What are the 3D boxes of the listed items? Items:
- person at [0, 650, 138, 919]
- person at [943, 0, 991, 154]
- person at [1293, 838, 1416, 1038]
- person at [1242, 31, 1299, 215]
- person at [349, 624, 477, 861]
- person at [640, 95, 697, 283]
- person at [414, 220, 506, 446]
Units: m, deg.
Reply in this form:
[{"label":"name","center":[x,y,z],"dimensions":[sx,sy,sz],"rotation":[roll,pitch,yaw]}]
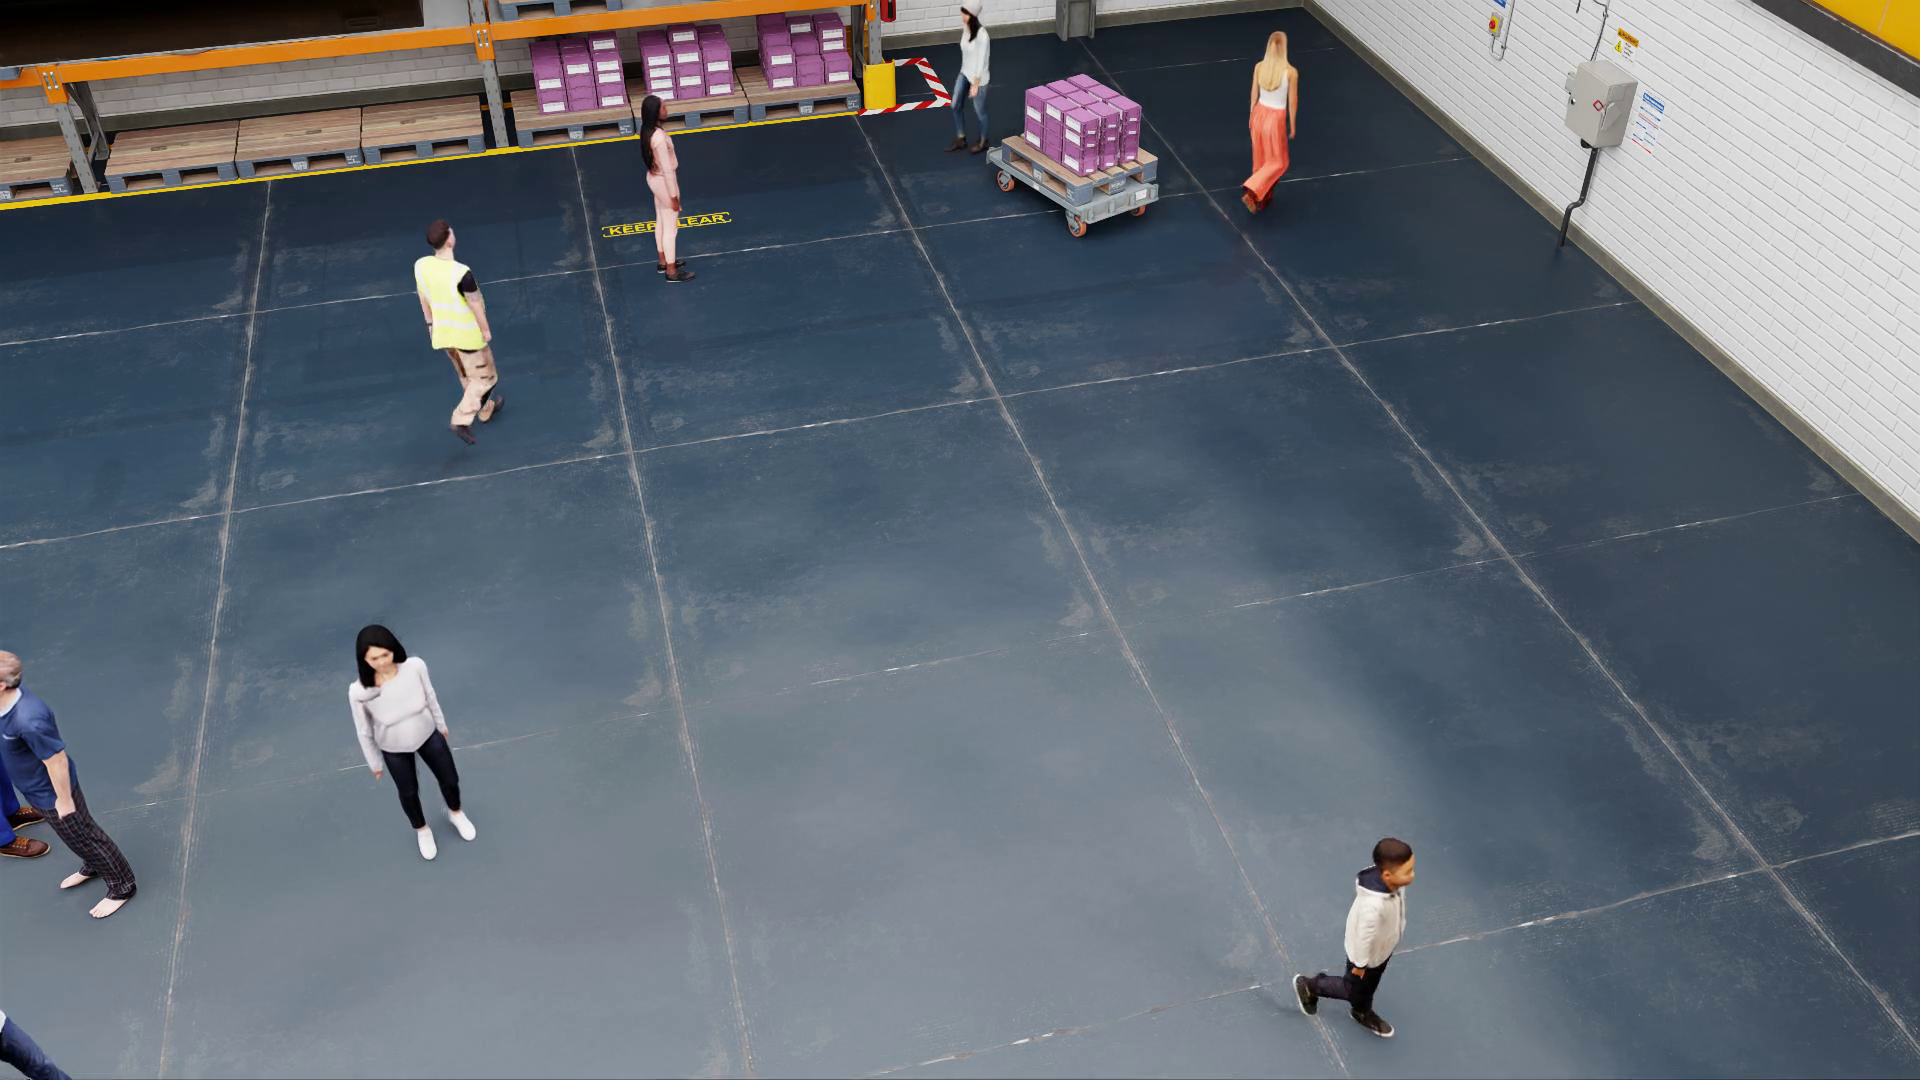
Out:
[{"label":"person","center":[-4.959,1.312,9.052],"dimensions":[0.738,1.871,0.742],"rotation":[28,47,31]},{"label":"person","center":[0.220,-4.665,16.727],"dimensions":[0.814,1.632,0.725],"rotation":[-23,44,-26]},{"label":"person","center":[2.042,2.018,8.510],"dimensions":[0.892,1.443,0.840],"rotation":[21,43,24]},{"label":"person","center":[2.861,-3.845,15.573],"dimensions":[0.913,1.790,1.009],"rotation":[26,46,29]},{"label":"person","center":[-3.135,1.113,9.438],"dimensions":[0.602,1.699,0.762],"rotation":[-24,45,-27]},{"label":"person","center":[-2.622,-3.109,14.707],"dimensions":[0.586,1.721,0.659],"rotation":[-16,41,-19]},{"label":"person","center":[-3.823,-1.562,12.681],"dimensions":[1.074,1.831,1.111],"rotation":[16,41,19]}]
